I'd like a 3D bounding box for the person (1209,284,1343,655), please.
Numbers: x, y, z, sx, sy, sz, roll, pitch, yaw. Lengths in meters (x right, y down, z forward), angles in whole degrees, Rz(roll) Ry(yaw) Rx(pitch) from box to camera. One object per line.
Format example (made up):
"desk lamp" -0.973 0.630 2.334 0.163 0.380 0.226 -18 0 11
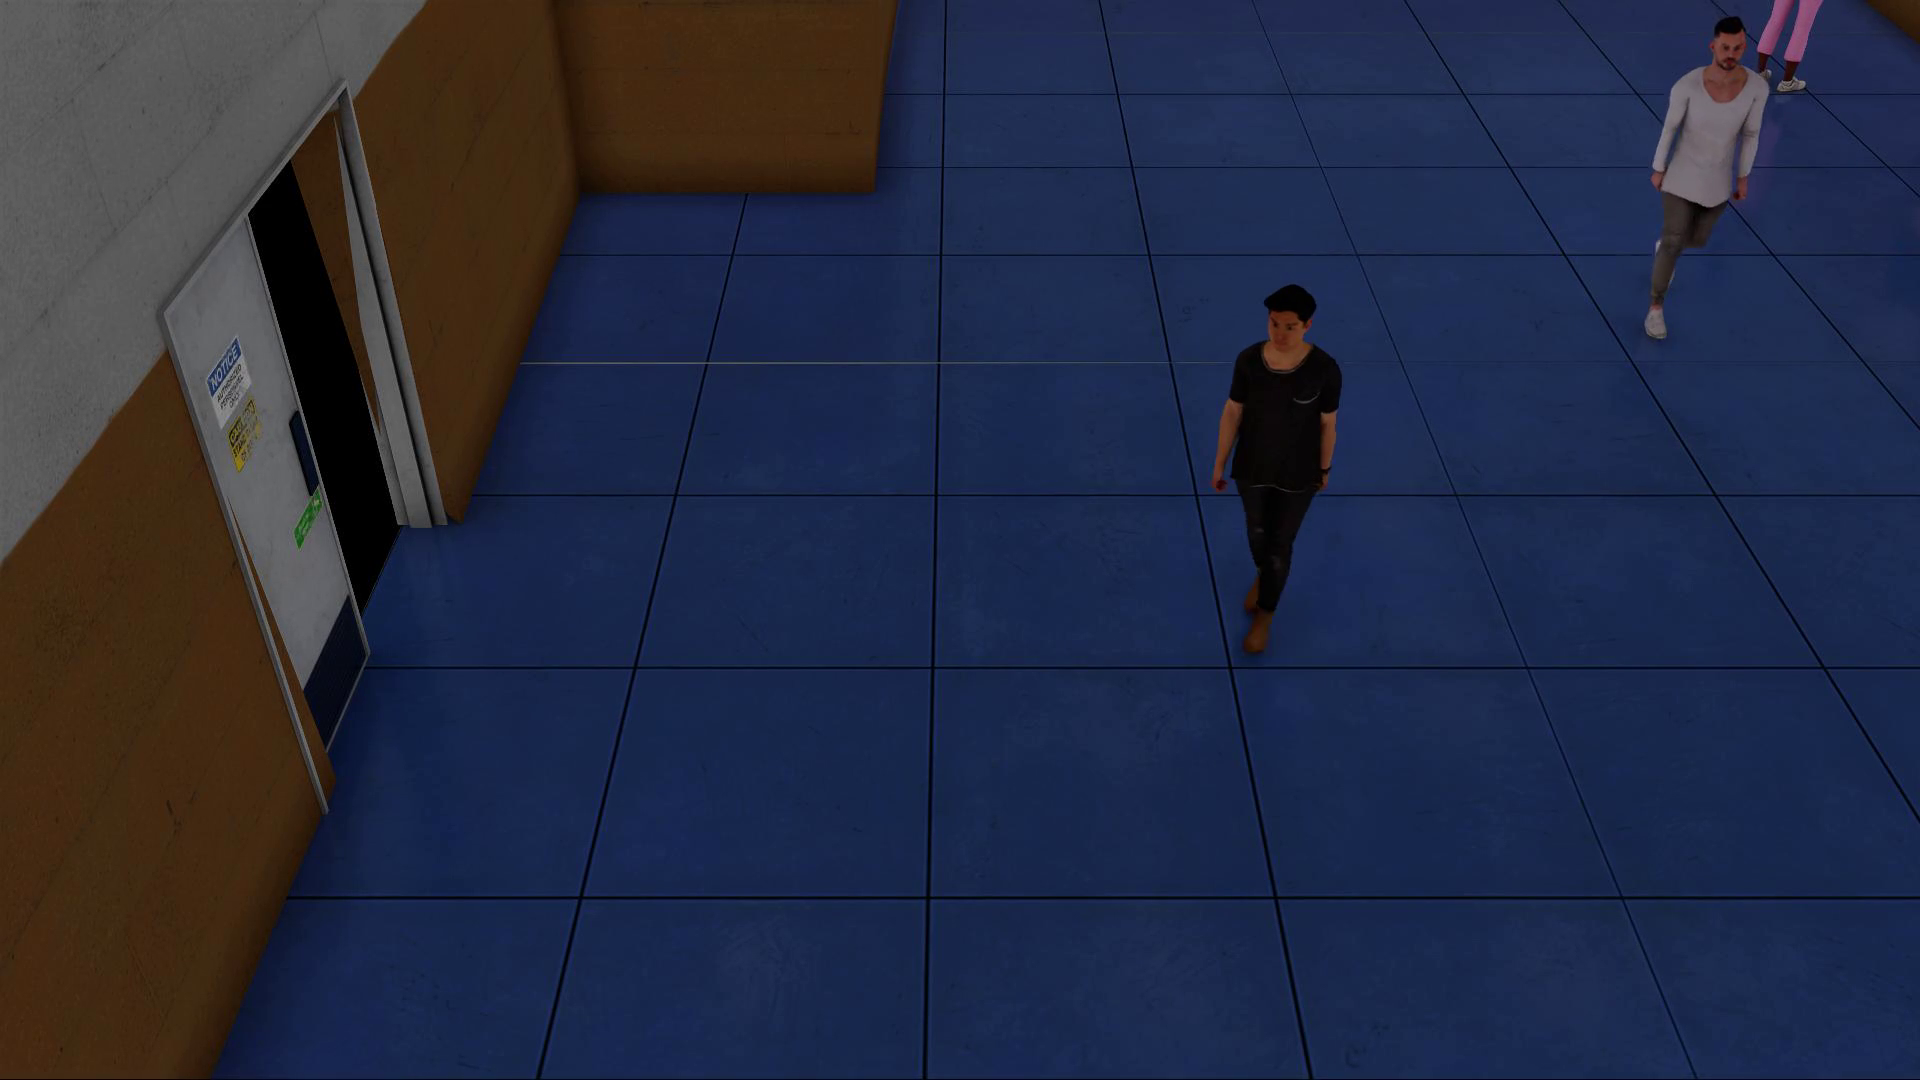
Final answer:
"person" 1.416 -0.387 7.316 0.908 1.693 0.906 18 40 22

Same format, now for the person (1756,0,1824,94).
"person" 6.314 -4.237 12.405 0.699 1.741 0.661 -26 44 -30

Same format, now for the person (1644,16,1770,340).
"person" 4.215 -2.108 9.506 1.049 1.816 0.800 4 37 5
